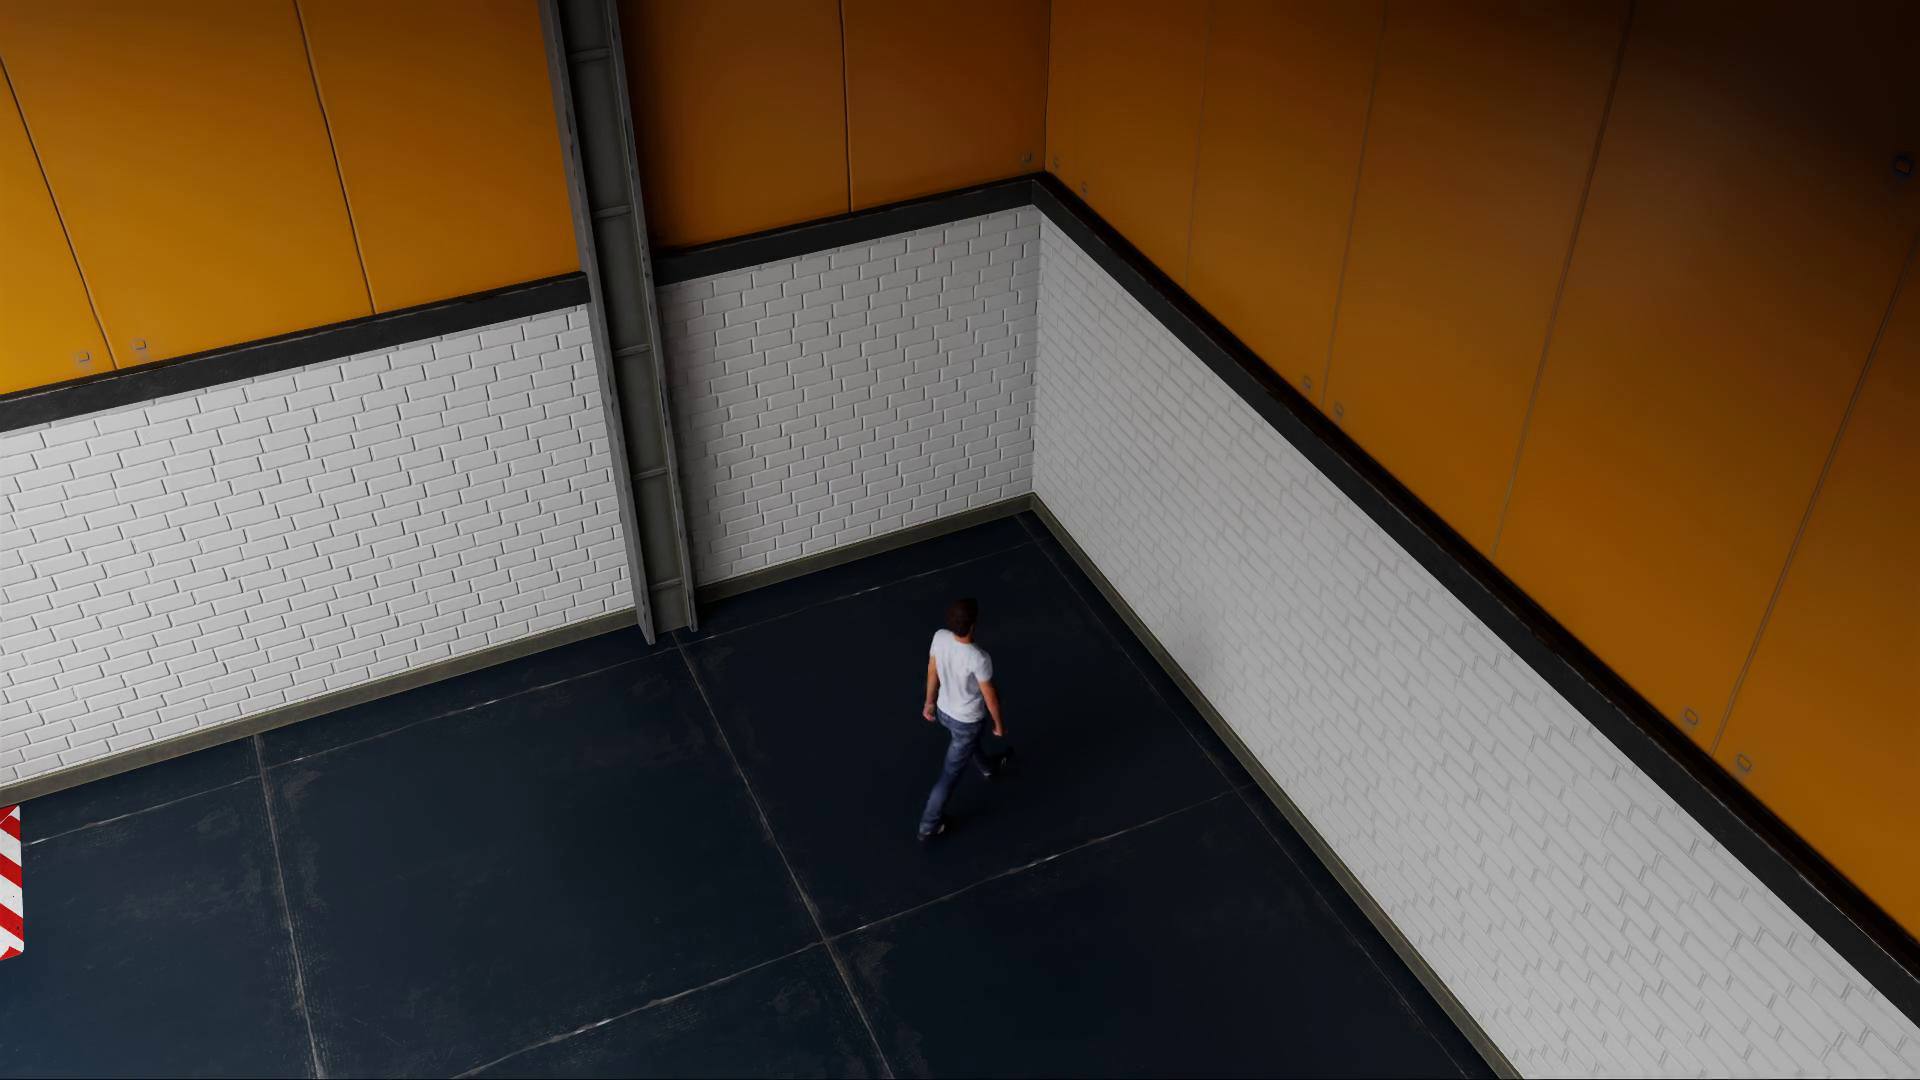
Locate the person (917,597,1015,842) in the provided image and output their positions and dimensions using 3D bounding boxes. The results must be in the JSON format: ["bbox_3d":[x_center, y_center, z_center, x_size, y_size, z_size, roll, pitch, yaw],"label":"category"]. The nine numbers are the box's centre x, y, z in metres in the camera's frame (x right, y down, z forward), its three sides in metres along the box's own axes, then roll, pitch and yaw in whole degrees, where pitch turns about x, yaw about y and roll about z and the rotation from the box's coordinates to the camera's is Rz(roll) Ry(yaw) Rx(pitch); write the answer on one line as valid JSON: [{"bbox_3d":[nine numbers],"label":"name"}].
[{"bbox_3d":[-0.049,1.171,10.545,0.963,1.815,1.293,31,48,33],"label":"person"}]
